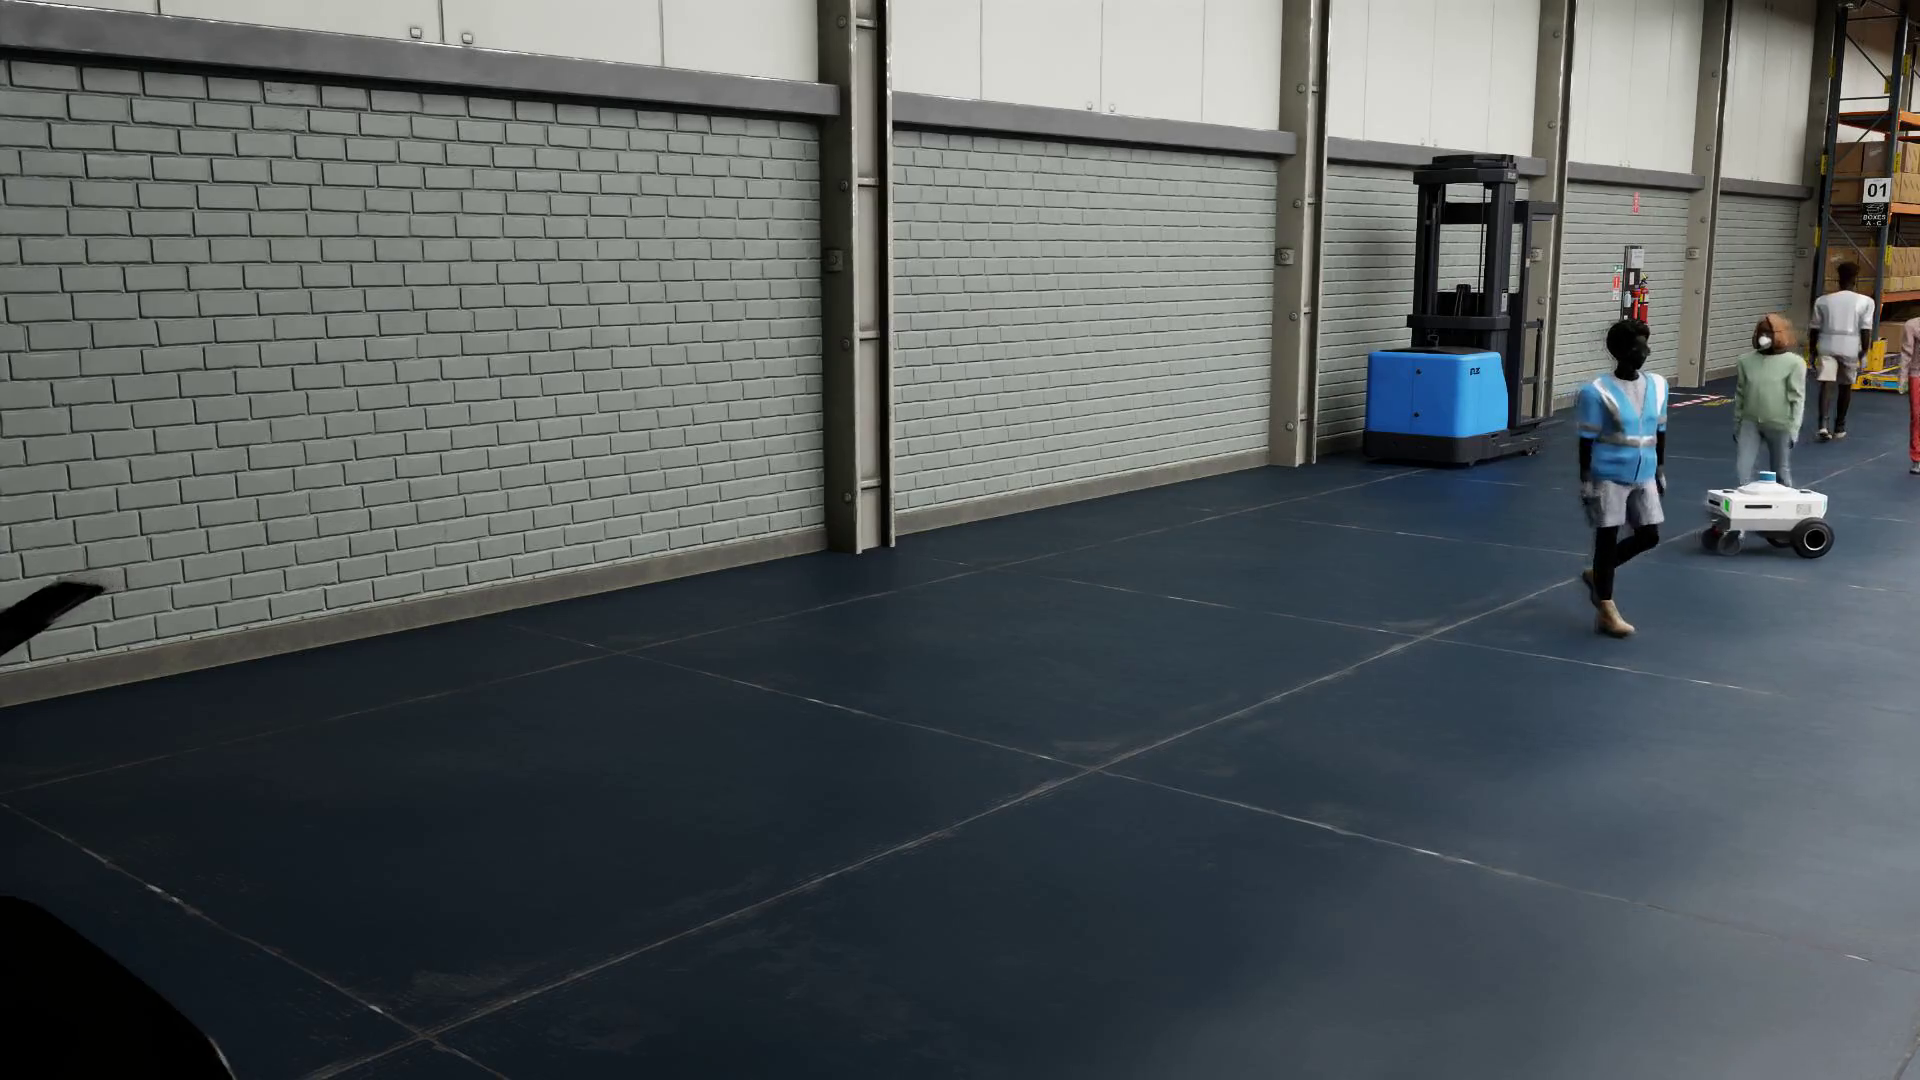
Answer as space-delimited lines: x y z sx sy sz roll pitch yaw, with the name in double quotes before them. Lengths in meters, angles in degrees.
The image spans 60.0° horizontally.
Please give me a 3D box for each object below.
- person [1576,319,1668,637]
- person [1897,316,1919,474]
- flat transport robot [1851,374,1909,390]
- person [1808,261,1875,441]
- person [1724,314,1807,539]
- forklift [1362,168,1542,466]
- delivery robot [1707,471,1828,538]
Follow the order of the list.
"person" 3.518 -0.346 8.930 0.550 1.683 0.475 -3 10 -15
"person" 8.865 -1.478 15.197 0.544 1.749 0.395 5 11 28
"flat transport robot" 13.633 -2.266 24.016 1.431 0.197 0.652 8 13 40
"person" 9.471 -2.039 17.925 0.613 1.917 1.020 6 12 32
"person" 5.765 -0.811 11.852 0.839 1.593 0.511 -9 13 -41
"forklift" 4.875 -2.212 16.287 1.129 2.768 1.873 8 13 40
"delivery robot" 5.476 -0.222 11.308 0.707 0.478 0.477 0 10 2
